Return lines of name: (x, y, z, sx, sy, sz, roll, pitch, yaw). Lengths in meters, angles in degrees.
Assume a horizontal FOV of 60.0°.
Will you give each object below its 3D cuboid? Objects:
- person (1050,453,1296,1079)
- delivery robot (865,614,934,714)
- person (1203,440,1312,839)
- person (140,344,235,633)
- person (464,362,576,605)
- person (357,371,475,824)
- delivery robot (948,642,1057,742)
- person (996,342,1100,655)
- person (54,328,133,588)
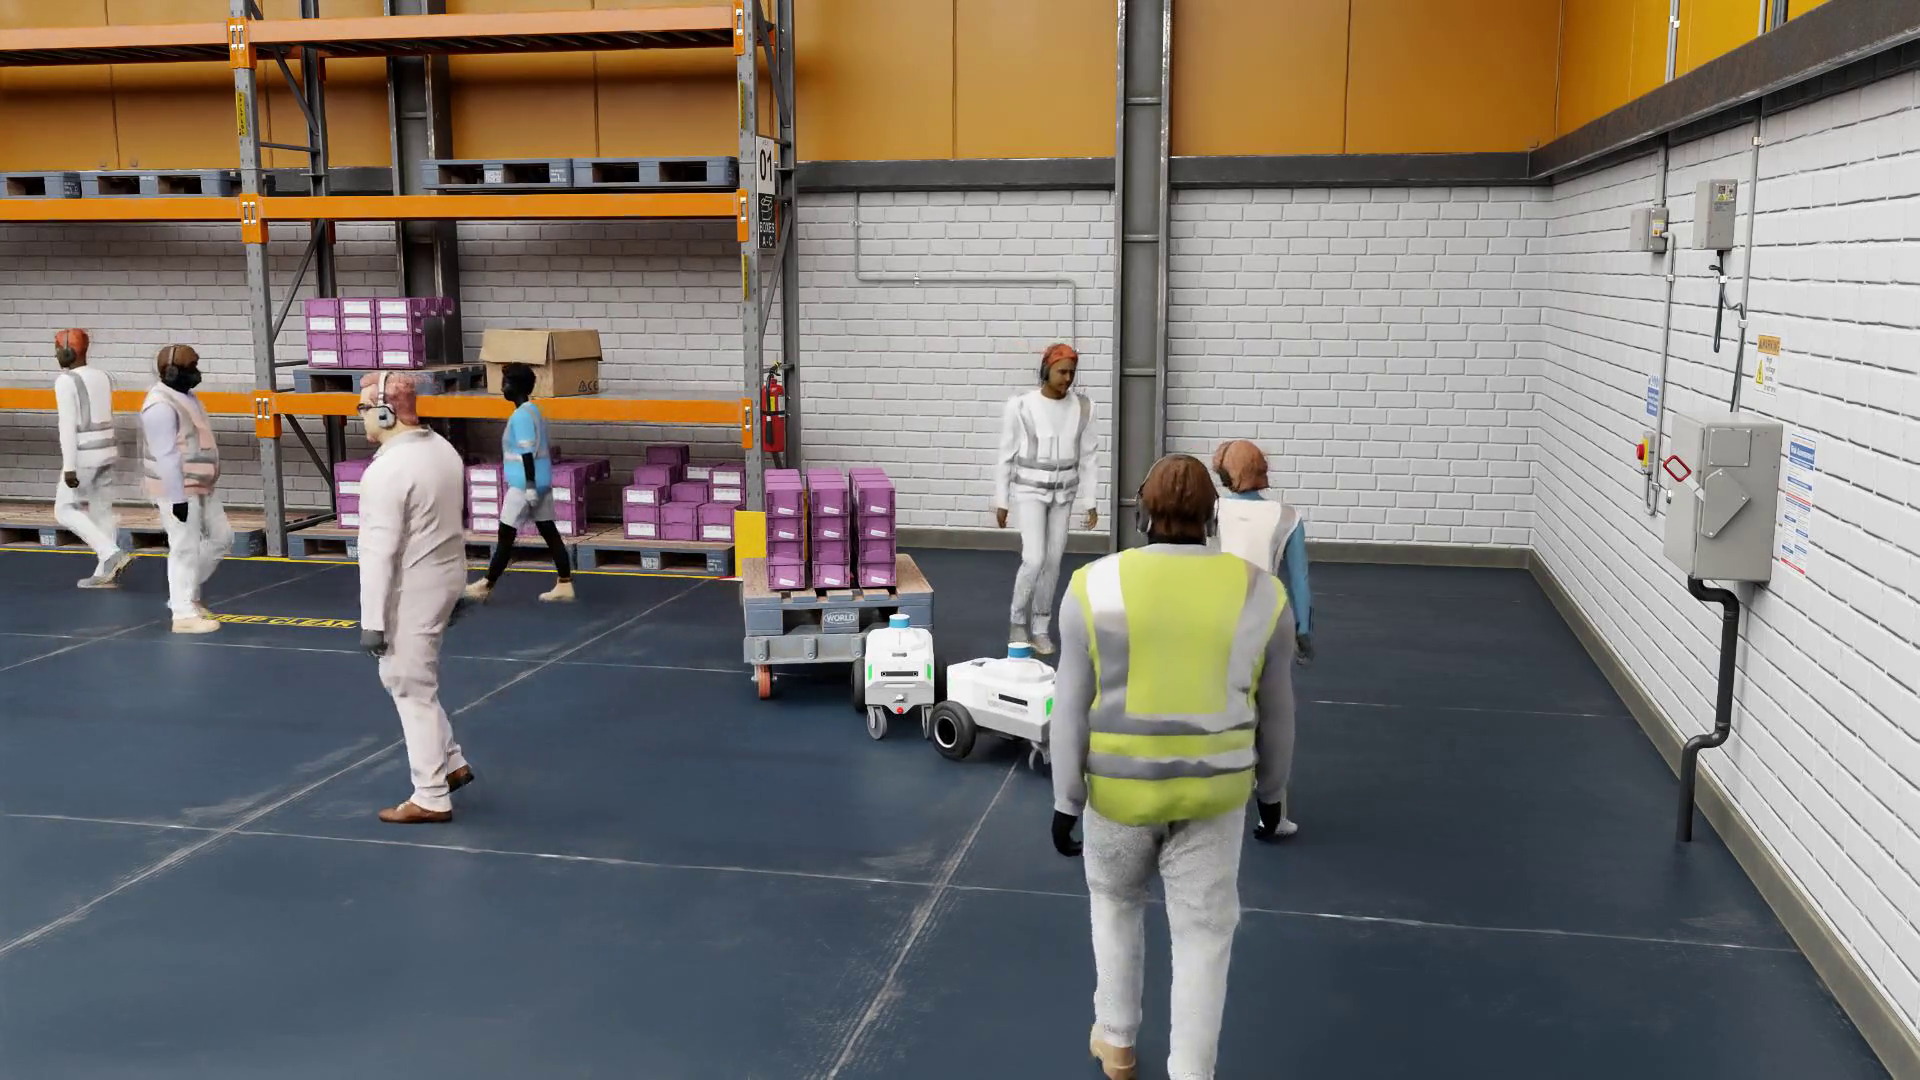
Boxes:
person: (0.570, 0.663, 4.580, 0.666, 1.815, 0.745, 0, 9, 0)
delivery robot: (-0.304, 0.618, 8.367, 0.477, 0.478, 0.707, 0, 9, -2)
person: (1.170, 0.384, 6.945, 0.594, 1.583, 0.868, 0, 9, 3)
person: (-4.858, -0.315, 10.453, 0.458, 1.824, 0.646, -1, 9, -7)
person: (-3.036, -0.374, 11.294, 0.849, 1.650, 0.553, -1, 9, -5)
person: (-2.287, 0.250, 6.854, 0.426, 1.888, 0.670, 1, 9, 6)
delivery robot: (0.274, 0.722, 7.745, 0.477, 0.478, 0.707, -9, 13, -44)
person: (0.524, -0.234, 9.845, 0.596, 1.861, 0.469, -4, 10, -21)
person: (-6.161, -0.560, 11.792, 0.464, 1.872, 0.576, 2, 10, 9)
